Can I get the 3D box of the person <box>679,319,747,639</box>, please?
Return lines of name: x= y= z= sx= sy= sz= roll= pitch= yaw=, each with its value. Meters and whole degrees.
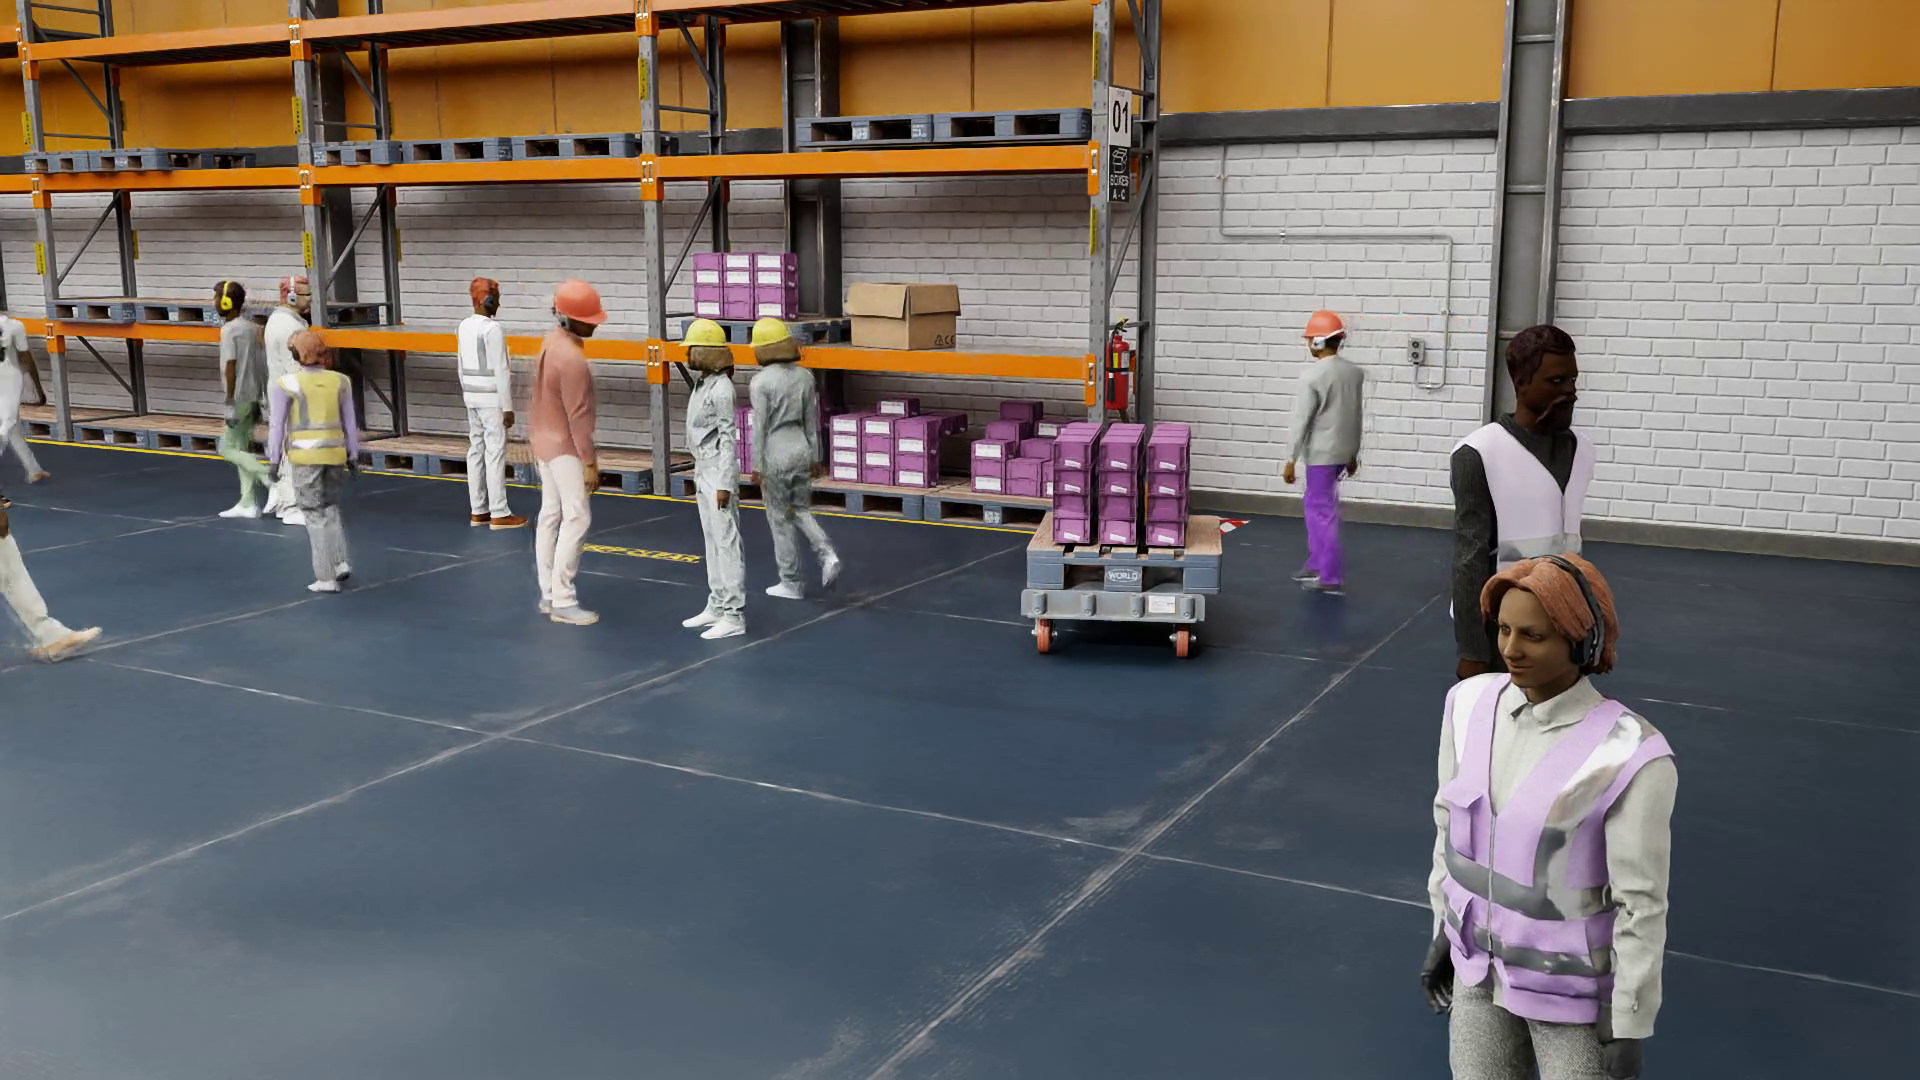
person: x=-1.363 y=-0.334 z=9.117 sx=0.308 sy=1.744 sz=0.485 roll=-4 pitch=11 yaw=-23

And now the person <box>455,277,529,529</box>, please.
person: x=-3.540 y=-1.021 z=12.499 sx=0.575 sy=1.885 sz=0.355 roll=9 pitch=14 yaw=42

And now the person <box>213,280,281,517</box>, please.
person: x=-5.524 y=-1.072 z=12.862 sx=0.516 sy=1.853 sz=0.544 roll=0 pitch=10 yaw=-2

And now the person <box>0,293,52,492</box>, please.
person: x=-8.315 y=-1.318 z=14.427 sx=0.572 sy=1.785 sz=0.985 roll=1 pitch=10 yaw=4

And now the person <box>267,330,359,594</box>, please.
person: x=-3.982 y=-0.476 z=10.245 sx=0.439 sy=1.622 sz=0.519 roll=8 pitch=13 yaw=36

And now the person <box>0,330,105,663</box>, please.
person: x=-4.899 y=-0.207 z=8.329 sx=0.948 sy=1.784 sz=0.547 roll=-7 pitch=12 yaw=-33

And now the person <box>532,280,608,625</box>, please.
person: x=-2.262 y=-0.507 z=9.544 sx=0.391 sy=1.949 sz=0.774 roll=-5 pitch=12 yaw=-28

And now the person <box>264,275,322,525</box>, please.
person: x=-5.076 y=-1.066 z=12.731 sx=0.398 sy=1.900 sz=0.650 roll=-6 pitch=12 yaw=-28

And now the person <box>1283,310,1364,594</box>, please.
person: x=2.178 y=-0.545 z=10.279 sx=0.588 sy=1.732 sz=0.593 roll=-10 pitch=14 yaw=-44

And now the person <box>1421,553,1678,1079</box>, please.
person: x=1.065 y=0.827 z=3.069 sx=0.314 sy=1.633 sz=0.515 roll=-5 pitch=12 yaw=-27

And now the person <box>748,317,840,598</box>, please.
person: x=-1.021 y=-0.474 z=9.972 sx=0.494 sy=1.715 sz=0.488 roll=9 pitch=14 yaw=41

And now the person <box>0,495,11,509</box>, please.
person: x=-7.947 y=-1.226 z=13.395 sx=0.364 sy=1.964 sz=0.611 roll=-7 pitch=12 yaw=-34

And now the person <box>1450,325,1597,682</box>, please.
person: x=1.761 y=0.283 z=5.255 sx=0.590 sy=1.919 sz=0.392 roll=-7 pitch=13 yaw=-35
